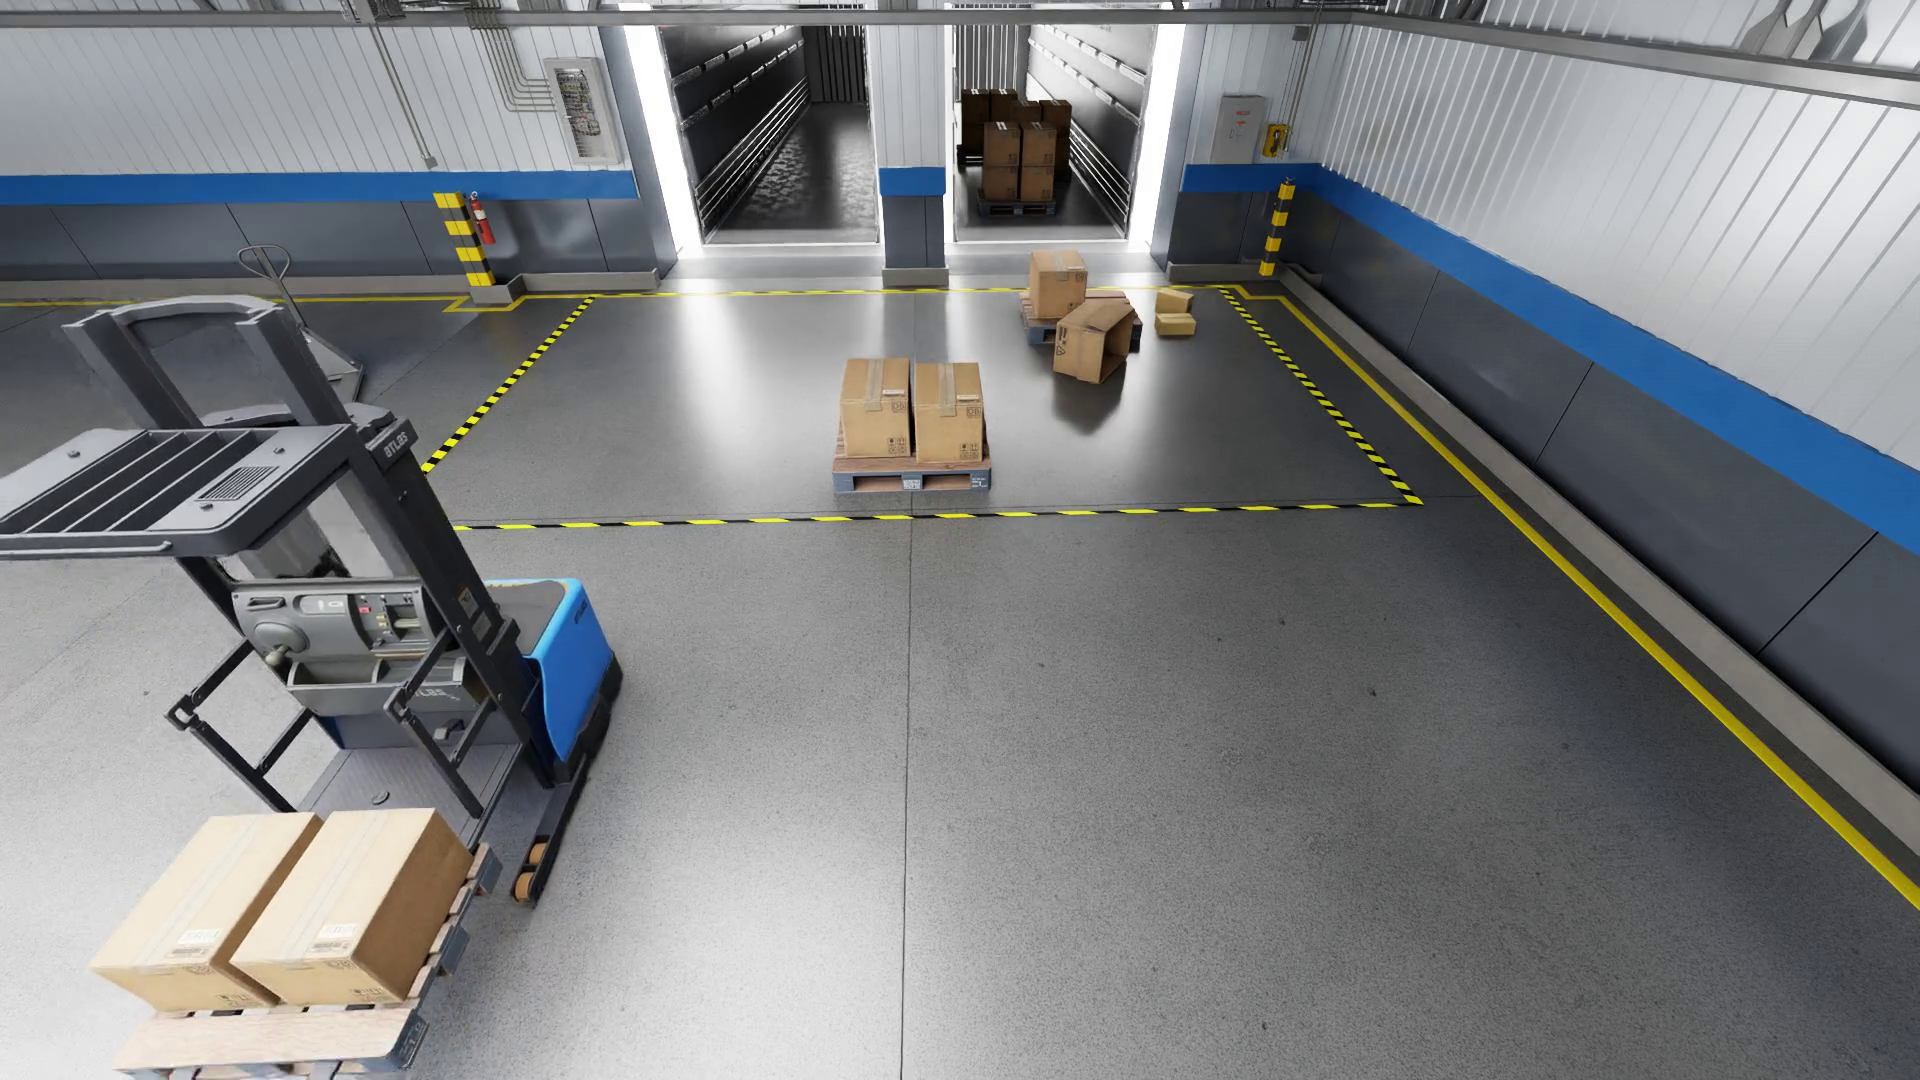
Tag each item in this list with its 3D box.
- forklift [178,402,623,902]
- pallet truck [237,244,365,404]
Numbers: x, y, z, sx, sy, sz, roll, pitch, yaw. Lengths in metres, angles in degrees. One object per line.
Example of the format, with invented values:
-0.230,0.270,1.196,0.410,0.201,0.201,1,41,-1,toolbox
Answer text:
-2.242,0.266,3.202,0.716,2.013,0.776,-1,38,-2,forklift
-5.915,-1.733,6.366,0.680,1.201,1.601,-18,42,-21,pallet truck
